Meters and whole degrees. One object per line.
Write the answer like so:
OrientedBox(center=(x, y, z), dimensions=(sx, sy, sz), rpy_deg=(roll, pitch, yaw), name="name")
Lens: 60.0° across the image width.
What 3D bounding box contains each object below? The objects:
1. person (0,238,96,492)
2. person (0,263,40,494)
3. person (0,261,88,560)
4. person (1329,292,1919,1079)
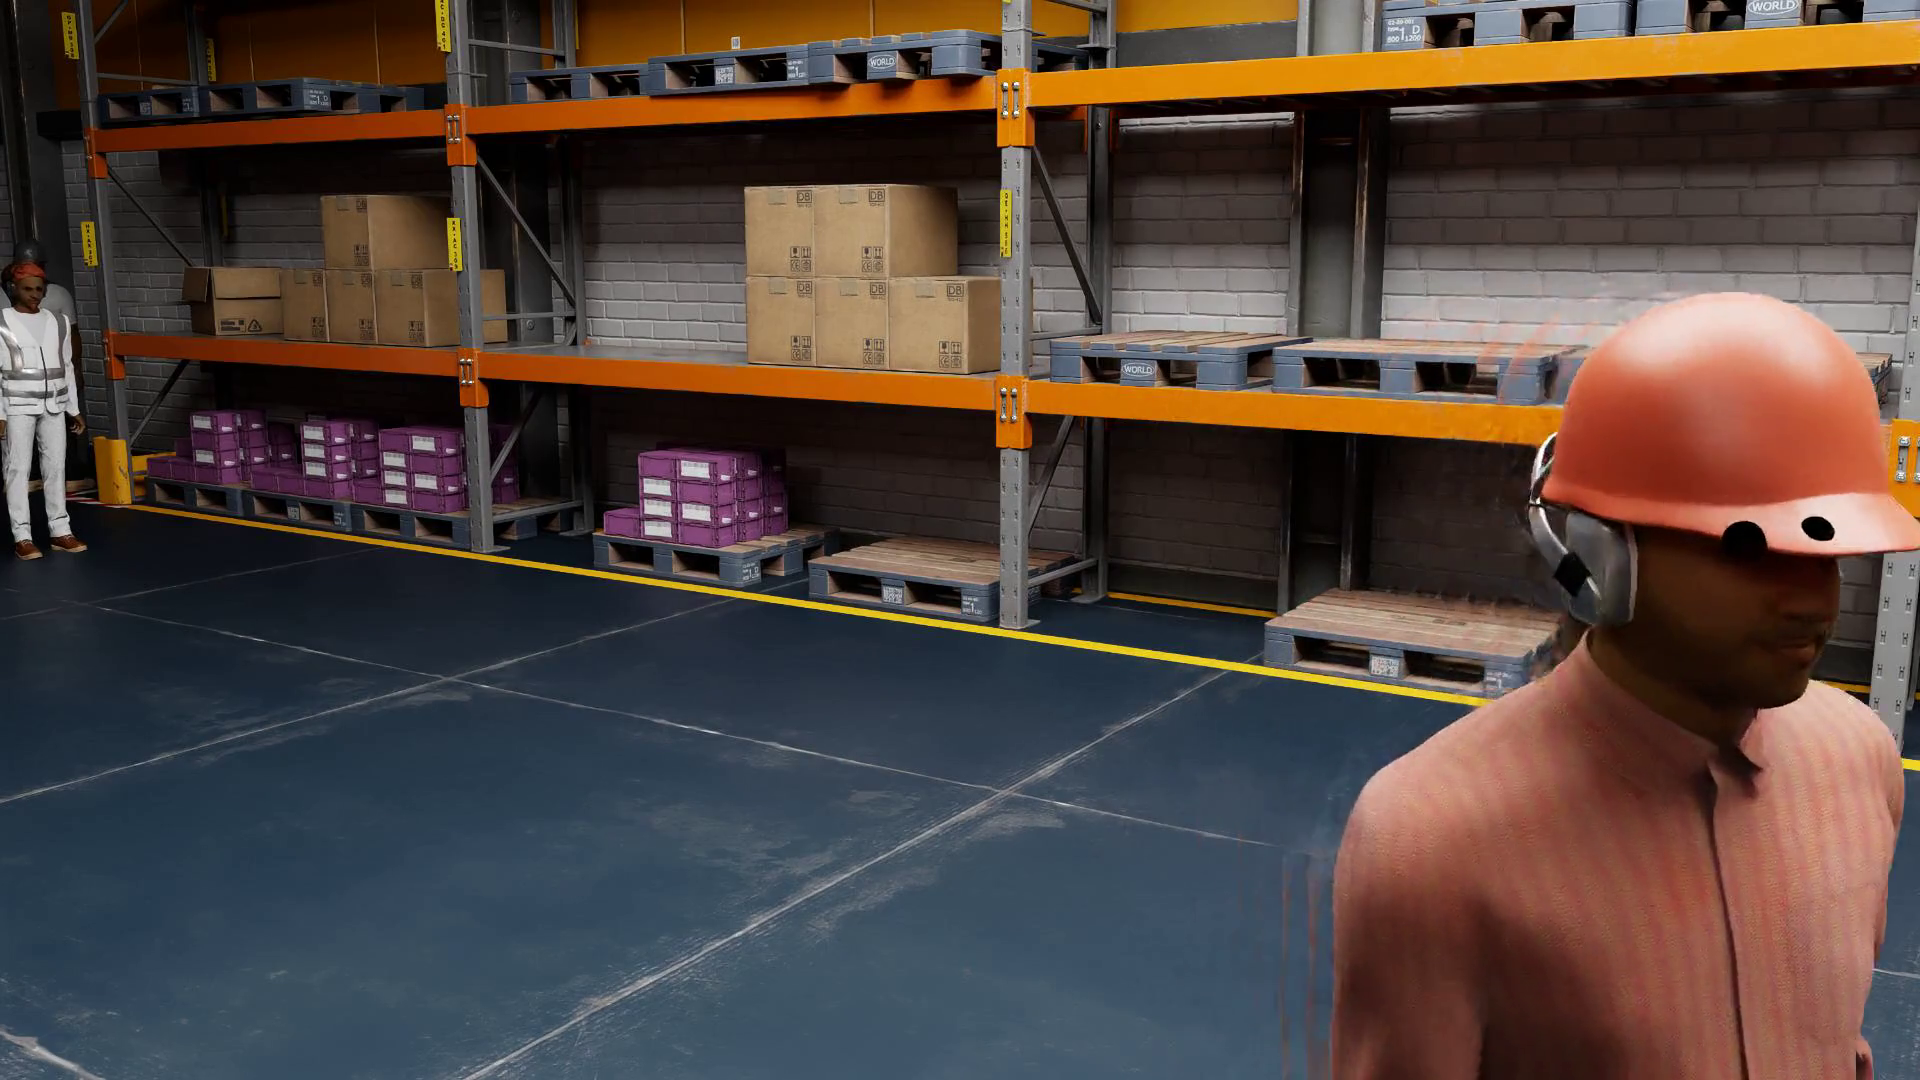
OrientedBox(center=(-7.377, -1.402, 13.396), dimensions=(0.682, 2.000, 0.537), rpy_deg=(0, 10, -2), name="person")
OrientedBox(center=(-7.519, -1.293, 13.370), dimensions=(0.621, 1.837, 0.429), rpy_deg=(-6, 12, -30), name="person")
OrientedBox(center=(-5.912, -0.826, 10.644), dimensions=(0.355, 1.884, 0.573), rpy_deg=(6, 12, 31), name="person")
OrientedBox(center=(0.612, 0.785, 1.446), dimensions=(0.663, 1.971, 0.669), rpy_deg=(-4, 11, -20), name="person")
